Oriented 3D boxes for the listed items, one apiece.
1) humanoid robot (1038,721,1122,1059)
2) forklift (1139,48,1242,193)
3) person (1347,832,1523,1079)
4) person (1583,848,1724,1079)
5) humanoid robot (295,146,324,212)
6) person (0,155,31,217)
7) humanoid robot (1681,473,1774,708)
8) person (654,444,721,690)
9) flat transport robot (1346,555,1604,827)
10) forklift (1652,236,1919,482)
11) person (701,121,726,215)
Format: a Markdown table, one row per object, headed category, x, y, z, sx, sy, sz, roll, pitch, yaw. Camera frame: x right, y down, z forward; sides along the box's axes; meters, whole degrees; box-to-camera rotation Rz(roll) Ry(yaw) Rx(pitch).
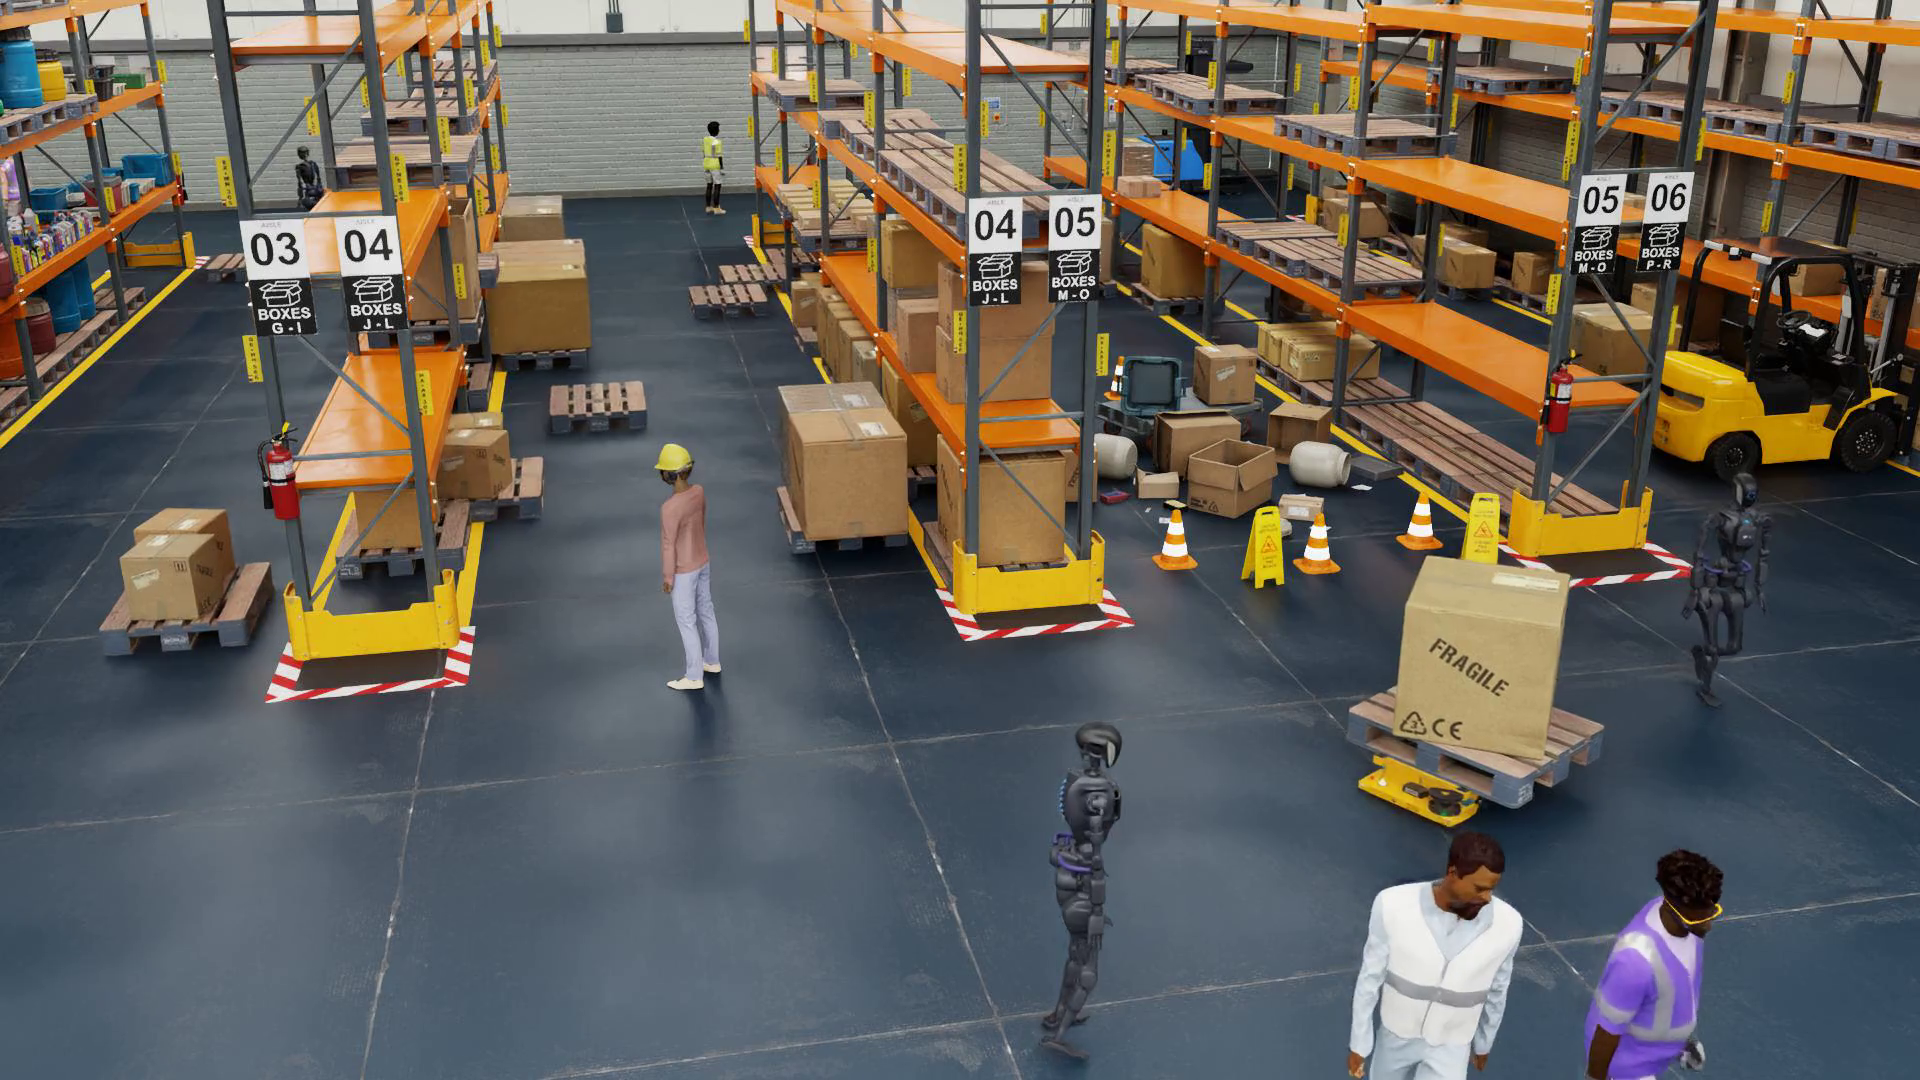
| category | x | y | z | sx | sy | sz | roll | pitch | yaw |
| --- | --- | --- | --- | --- | --- | --- | --- | --- | --- |
| humanoid robot | 0.551 | 1.619 | 7.842 | 0.399 | 1.640 | 0.623 | -2 | 20 | -5 |
| forklift | 4.566 | -8.313 | 32.860 | 1.873 | 2.768 | 1.129 | -4 | 21 | -12 |
| person | 1.878 | 1.942 | 6.680 | 0.616 | 1.868 | 0.886 | 5 | 21 | 12 |
| person | 2.654 | 1.996 | 6.496 | 0.815 | 1.911 | 0.638 | 16 | 25 | 36 |
| humanoid robot | -10.675 | -5.710 | 27.577 | 0.642 | 1.629 | 0.611 | 7 | 21 | 17 |
| person | -15.368 | -5.563 | 27.147 | 0.348 | 1.688 | 0.492 | 11 | 23 | 27 |
| humanoid robot | 5.194 | 0.300 | 11.369 | 0.585 | 1.641 | 0.493 | -3 | 21 | -8 |
| person | -1.924 | 0.182 | 11.578 | 0.339 | 1.758 | 0.519 | 7 | 21 | 18 |
| flat transport robot | 3.217 | 1.391 | 10.456 | 1.431 | 0.231 | 0.659 | -17 | 26 | -39 |
| forklift | 8.013 | -1.814 | 16.330 | 2.313 | 2.155 | 1.214 | -4 | 21 | -12 |
| person | -4.528 | -6.840 | 30.582 | 0.540 | 1.685 | 0.320 | 18 | 27 | 40 |
